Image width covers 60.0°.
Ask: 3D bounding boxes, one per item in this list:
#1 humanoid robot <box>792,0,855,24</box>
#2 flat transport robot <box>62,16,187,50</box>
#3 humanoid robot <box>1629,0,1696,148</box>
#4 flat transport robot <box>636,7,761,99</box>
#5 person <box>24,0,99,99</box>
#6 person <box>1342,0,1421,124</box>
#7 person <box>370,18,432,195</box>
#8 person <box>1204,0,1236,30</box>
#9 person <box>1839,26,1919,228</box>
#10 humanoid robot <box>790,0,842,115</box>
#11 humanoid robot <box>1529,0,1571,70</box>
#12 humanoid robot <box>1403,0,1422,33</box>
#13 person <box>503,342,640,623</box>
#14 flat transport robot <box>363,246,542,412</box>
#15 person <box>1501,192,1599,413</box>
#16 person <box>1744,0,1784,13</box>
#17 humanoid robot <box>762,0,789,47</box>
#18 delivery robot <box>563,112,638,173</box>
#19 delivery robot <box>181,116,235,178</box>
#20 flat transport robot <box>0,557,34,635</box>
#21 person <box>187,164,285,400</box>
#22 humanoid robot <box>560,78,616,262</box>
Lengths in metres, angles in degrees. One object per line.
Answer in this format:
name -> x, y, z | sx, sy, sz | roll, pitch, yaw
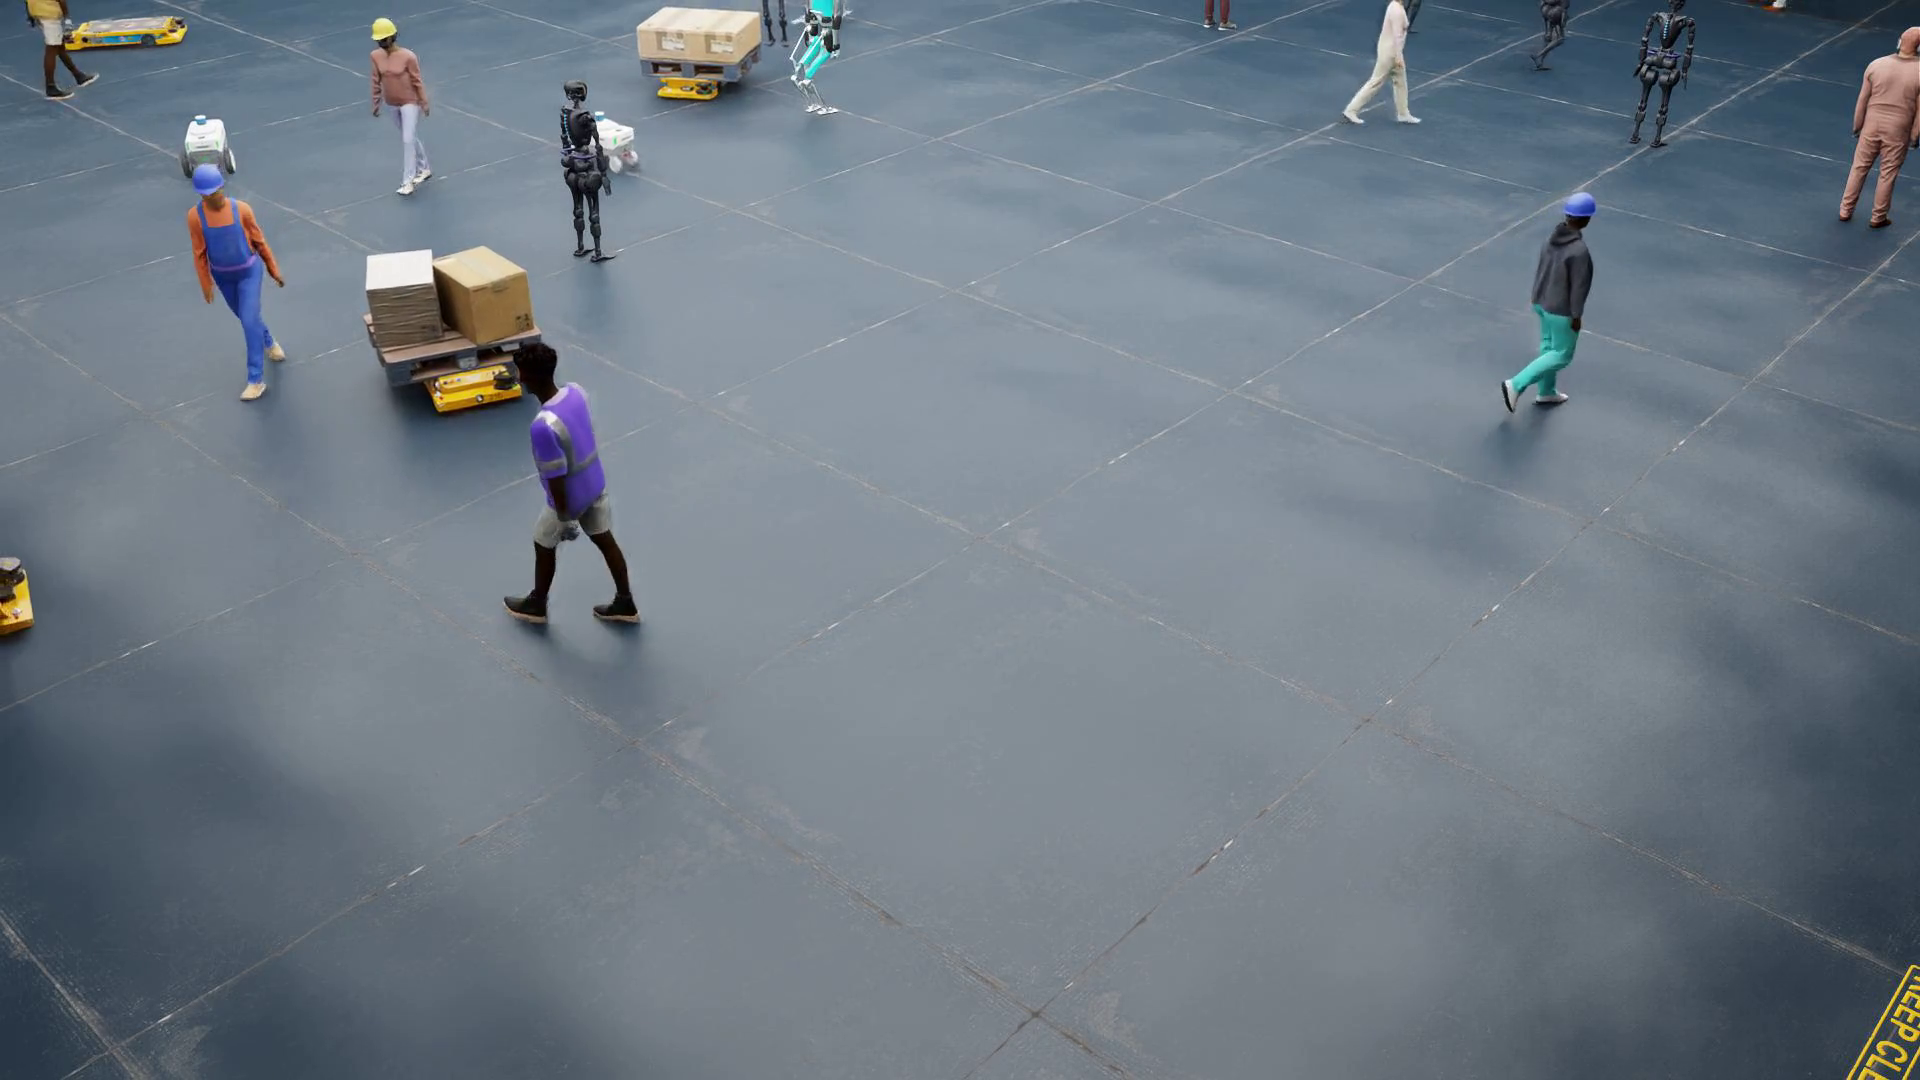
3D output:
humanoid robot -> -1.794, -7.799, 22.381 | 1.020, 1.777, 0.530 | -3, 32, -4
flat transport robot -> -10.992, -6.666, 21.888 | 1.431, 0.231, 0.659 | -8, 33, -12
humanoid robot -> 7.625, -5.140, 18.081 | 0.599, 1.659, 0.315 | 26, 40, 35
flat transport robot -> -3.125, -5.669, 20.283 | 0.659, 0.231, 1.431 | 6, 32, 10
person -> -10.720, -6.235, 19.660 | 0.636, 1.912, 0.835 | 18, 36, 26
person -> 4.802, -5.484, 18.669 | 0.866, 1.656, 0.497 | 6, 32, 10
person -> -5.709, -4.374, 16.801 | 0.550, 1.724, 0.843 | 10, 33, 15
person -> 3.493, -7.737, 22.149 | 0.535, 1.813, 0.369 | 25, 40, 35
person -> 8.916, -3.957, 15.971 | 0.640, 1.912, 0.414 | 25, 40, 35
humanoid robot -> -1.676, -5.610, 18.669 | 0.533, 1.677, 0.735 | 26, 40, 35
humanoid robot -> 7.287, -6.584, 20.423 | 0.379, 1.650, 0.588 | -4, 32, -6
humanoid robot -> 5.990, -7.491, 21.888 | 0.597, 1.647, 0.415 | -27, 41, -37
person -> -2.469, -0.326, 10.113 | 0.940, 1.924, 0.619 | 10, 33, 15
flat transport robot -> -4.079, -1.460, 13.505 | 0.659, 0.231, 1.431 | -15, 35, -23
person -> 4.485, -1.777, 12.594 | 0.619, 1.754, 0.542 | -7, 33, -11
person -> 11.270, -8.295, 23.058 | 0.519, 1.793, 0.865 | -23, 39, -32
humanoid robot -> -2.439, -7.227, 21.447 | 0.583, 1.649, 0.336 | 2, 32, 3
delivery robot -> -3.828, -4.270, 17.746 | 0.777, 0.581, 0.499 | 18, 36, 26
delivery robot -> -7.981, -4.174, 17.621 | 0.499, 0.612, 0.814 | -9, 33, -15
flat transport robot -> -6.594, 0.502, 10.346 | 1.431, 0.231, 0.659 | -17, 35, -25
person -> -5.658, -2.119, 13.075 | 0.585, 1.855, 0.927 | -5, 32, -8
humanoid robot -> -3.465, -3.414, 15.302 | 0.599, 1.659, 0.315 | 26, 40, 35
